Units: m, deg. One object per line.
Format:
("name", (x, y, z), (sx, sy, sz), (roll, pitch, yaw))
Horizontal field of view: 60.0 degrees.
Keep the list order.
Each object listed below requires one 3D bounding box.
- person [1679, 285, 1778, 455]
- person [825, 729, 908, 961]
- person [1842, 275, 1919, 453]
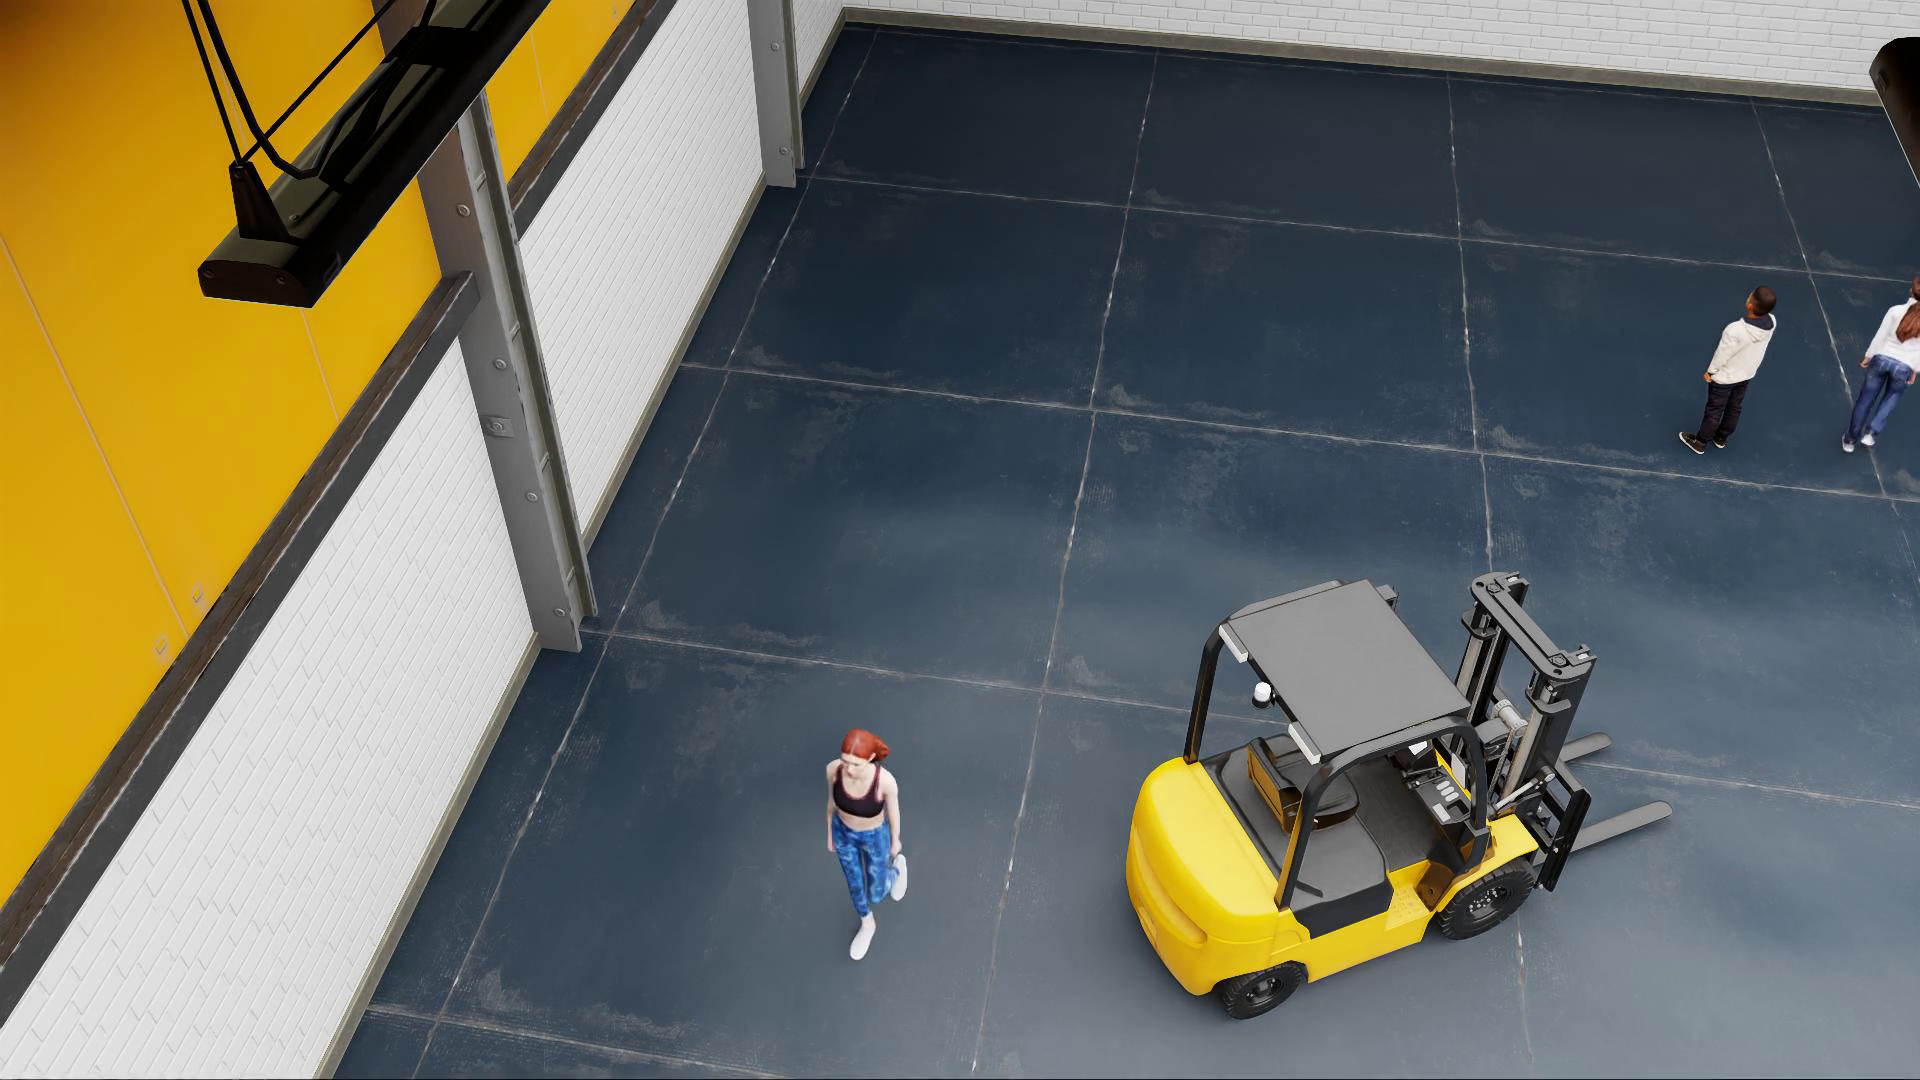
("person", (5.781, -1.265, 12.401), (0.655, 1.455, 0.667), (-13, 45, -14))
("person", (-0.506, 1.592, 9.169), (0.657, 1.776, 0.867), (15, 46, 15))
("person", (6.897, -1.257, 12.328), (0.618, 1.546, 0.667), (21, 48, 21))
